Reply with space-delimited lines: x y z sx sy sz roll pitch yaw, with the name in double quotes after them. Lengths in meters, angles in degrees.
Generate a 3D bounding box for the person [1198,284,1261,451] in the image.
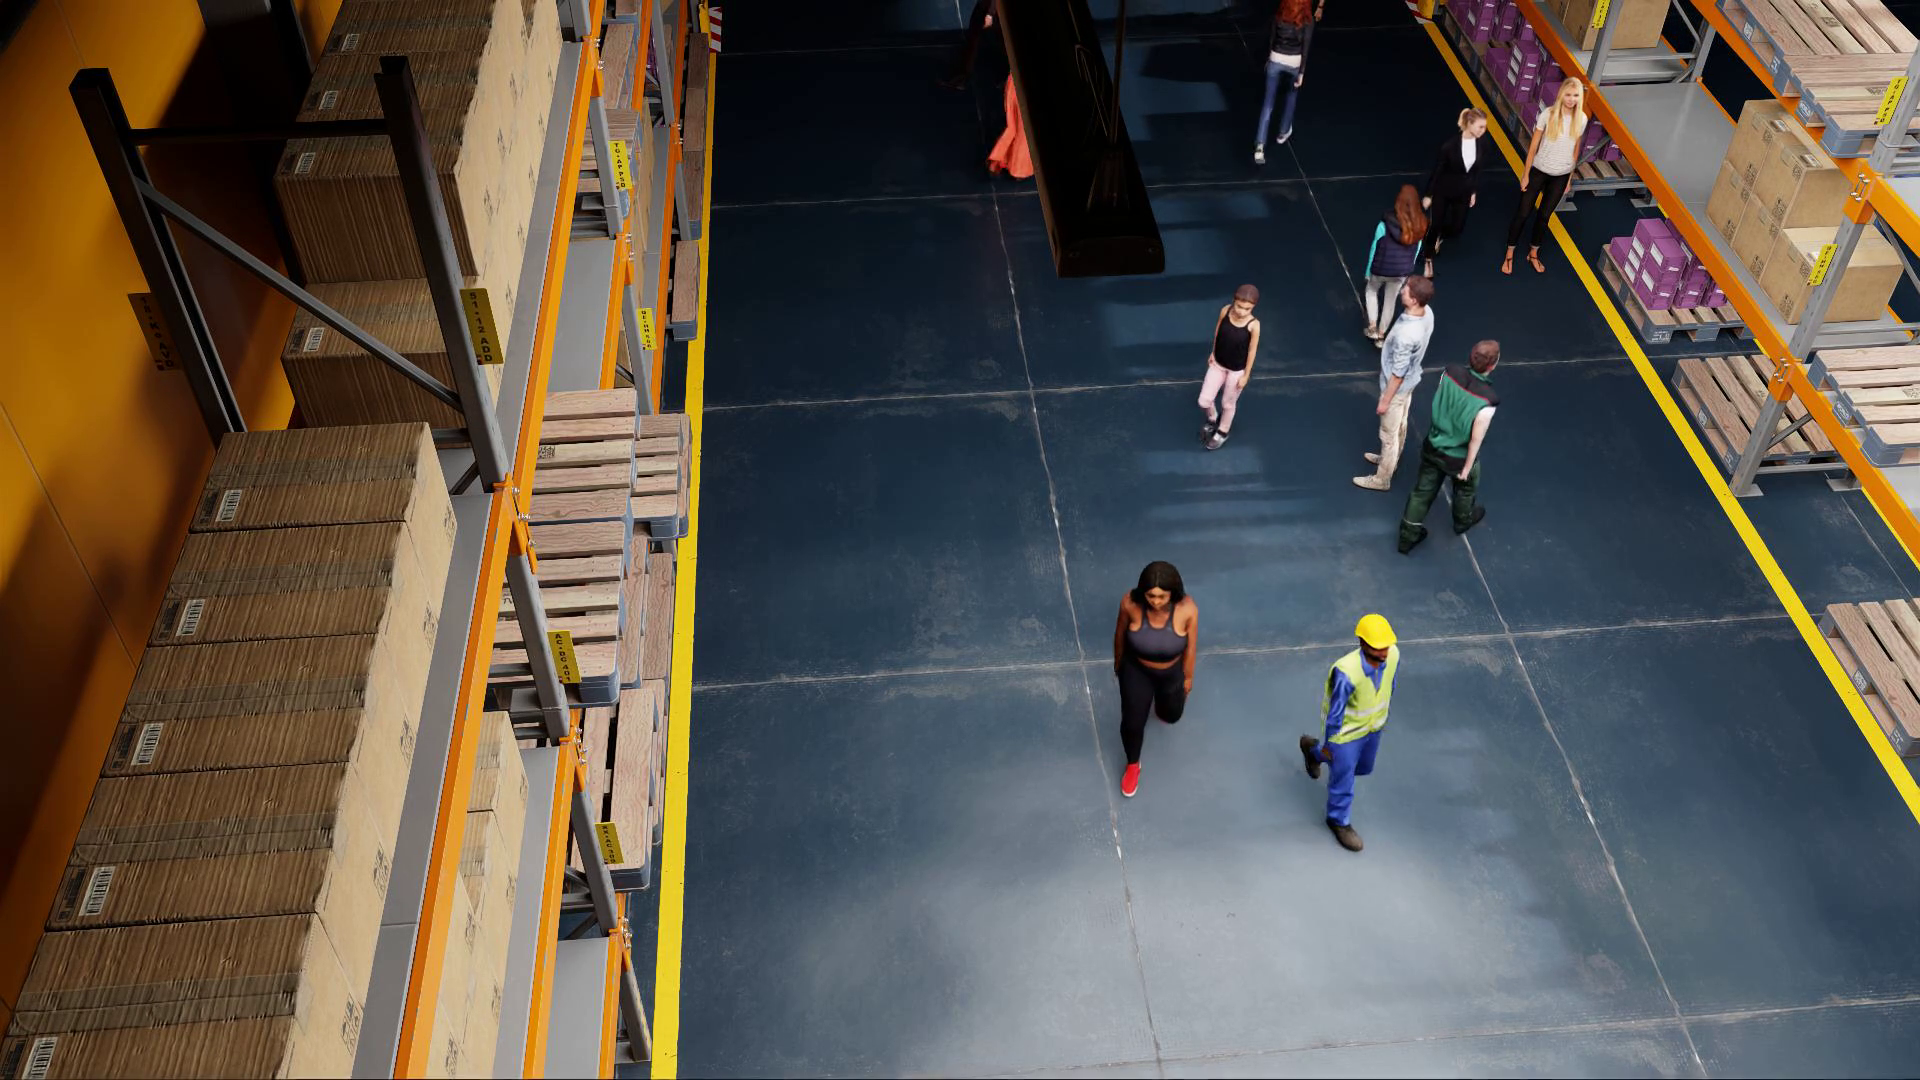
2.088 -1.349 12.606 0.664 1.547 0.722 31 52 28 "person"

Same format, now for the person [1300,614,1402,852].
2.302 1.060 9.895 0.911 1.799 1.077 -22 48 -21 "person"

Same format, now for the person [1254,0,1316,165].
3.009 -4.361 15.620 0.964 1.751 1.248 15 46 16 "person"

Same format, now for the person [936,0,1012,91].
0.407 -5.342 16.601 1.073 1.818 1.193 -23 48 -22 "person"

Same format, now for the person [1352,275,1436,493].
3.221 -1.144 12.174 0.795 1.847 0.696 22 48 21 "person"

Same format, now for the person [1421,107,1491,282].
4.186 -2.991 14.230 0.635 1.685 0.707 -5 44 -5 "person"

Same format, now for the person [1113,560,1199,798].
1.208 0.741 10.233 0.798 1.795 1.082 6 44 6 "person"

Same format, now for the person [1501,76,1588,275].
5.031 -3.131 14.274 0.594 1.827 0.529 -1 44 -1 "person"

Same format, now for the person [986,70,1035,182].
0.529 -4.041 15.268 0.923 1.773 0.979 29 51 27 "person"

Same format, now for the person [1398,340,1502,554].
3.383 -0.610 11.642 1.036 1.807 1.042 -31 52 -28 "person"

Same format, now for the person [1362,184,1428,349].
3.520 -2.181 13.525 0.583 1.484 0.607 -2 44 -2 "person"
